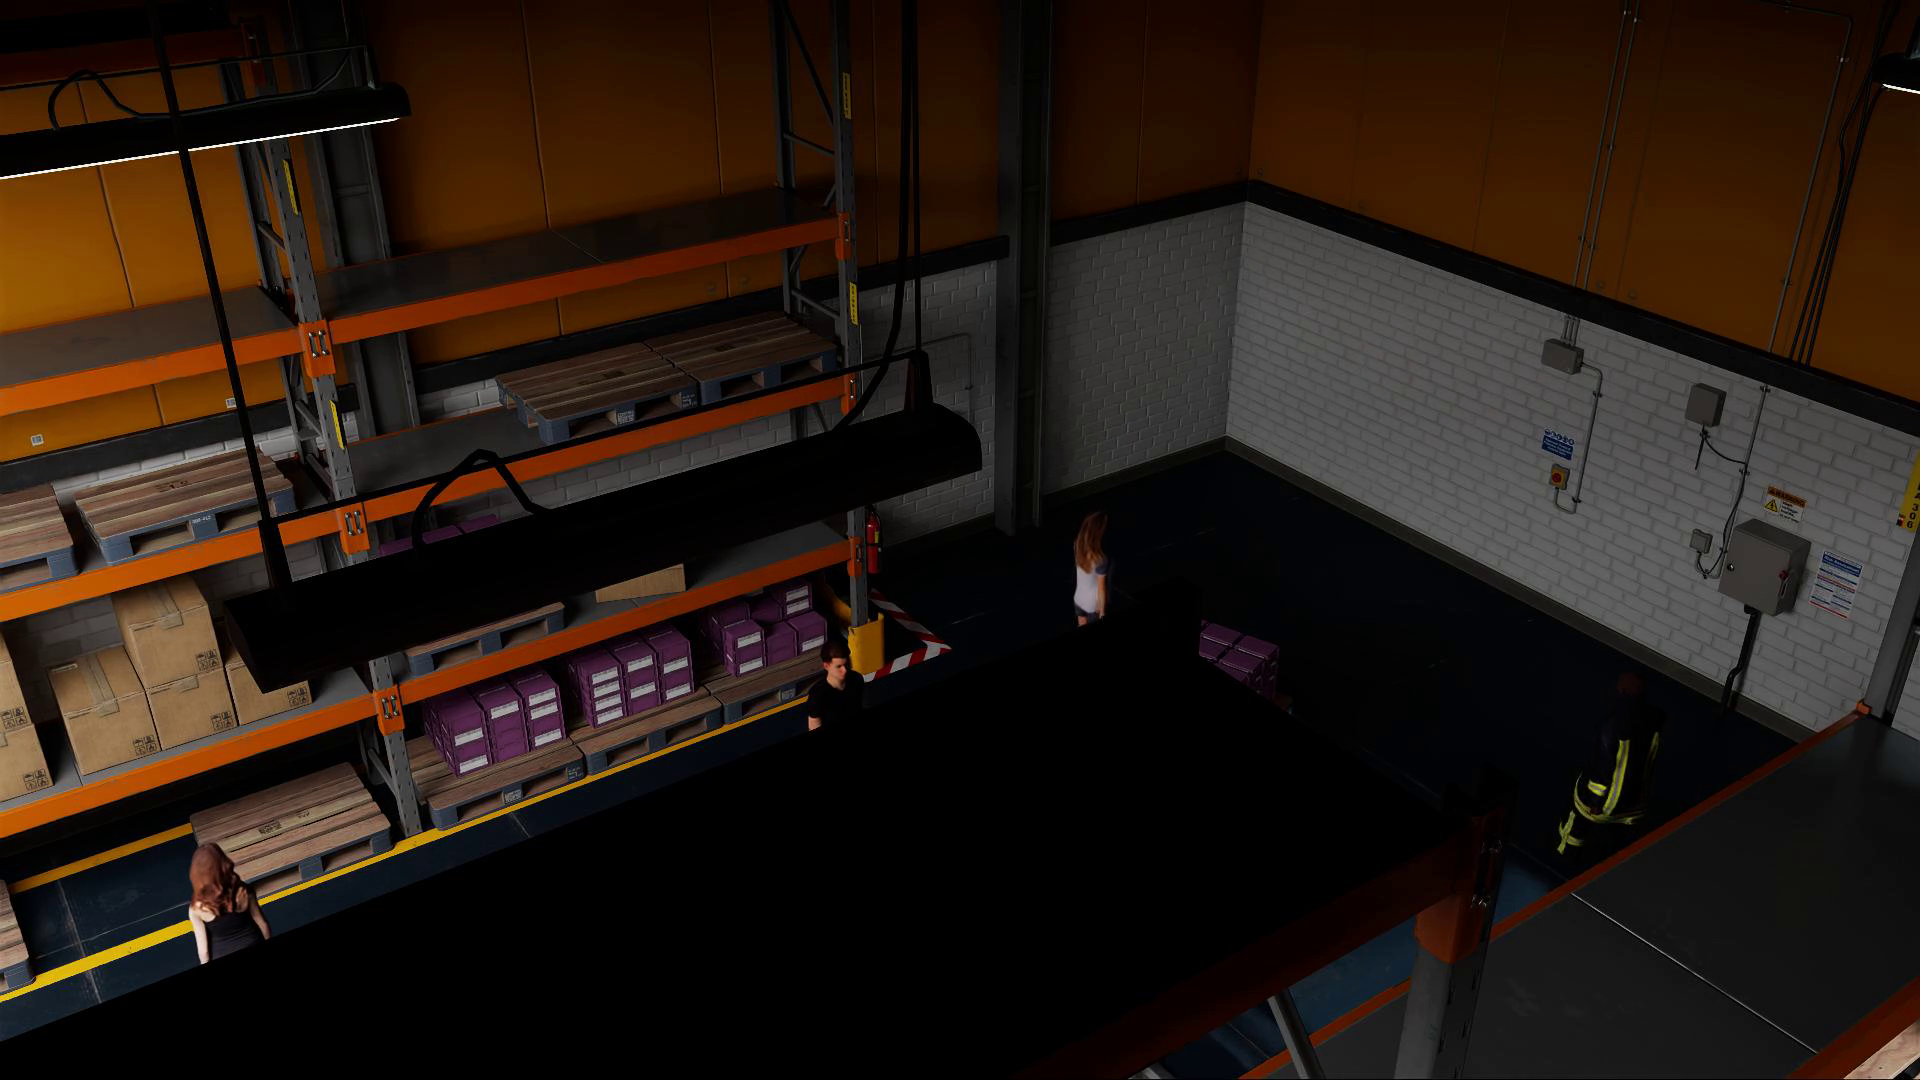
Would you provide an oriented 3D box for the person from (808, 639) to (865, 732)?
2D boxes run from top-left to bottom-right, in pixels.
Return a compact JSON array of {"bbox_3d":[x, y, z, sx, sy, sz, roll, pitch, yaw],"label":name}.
[{"bbox_3d":[-0.873,1.510,11.920,0.580,1.861,0.778,-25,37,-38],"label":"person"}]

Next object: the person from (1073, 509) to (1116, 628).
[{"bbox_3d":[1.027,0.539,13.856,0.951,1.713,0.677,-14,31,-23],"label":"person"}]

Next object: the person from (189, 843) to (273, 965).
[{"bbox_3d":[-4.370,2.573,10.097,0.442,1.742,0.634,-18,33,-30],"label":"person"}]

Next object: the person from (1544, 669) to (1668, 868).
[{"bbox_3d":[4.641,1.732,11.593,1.232,1.786,1.072,-7,29,-13],"label":"person"}]
